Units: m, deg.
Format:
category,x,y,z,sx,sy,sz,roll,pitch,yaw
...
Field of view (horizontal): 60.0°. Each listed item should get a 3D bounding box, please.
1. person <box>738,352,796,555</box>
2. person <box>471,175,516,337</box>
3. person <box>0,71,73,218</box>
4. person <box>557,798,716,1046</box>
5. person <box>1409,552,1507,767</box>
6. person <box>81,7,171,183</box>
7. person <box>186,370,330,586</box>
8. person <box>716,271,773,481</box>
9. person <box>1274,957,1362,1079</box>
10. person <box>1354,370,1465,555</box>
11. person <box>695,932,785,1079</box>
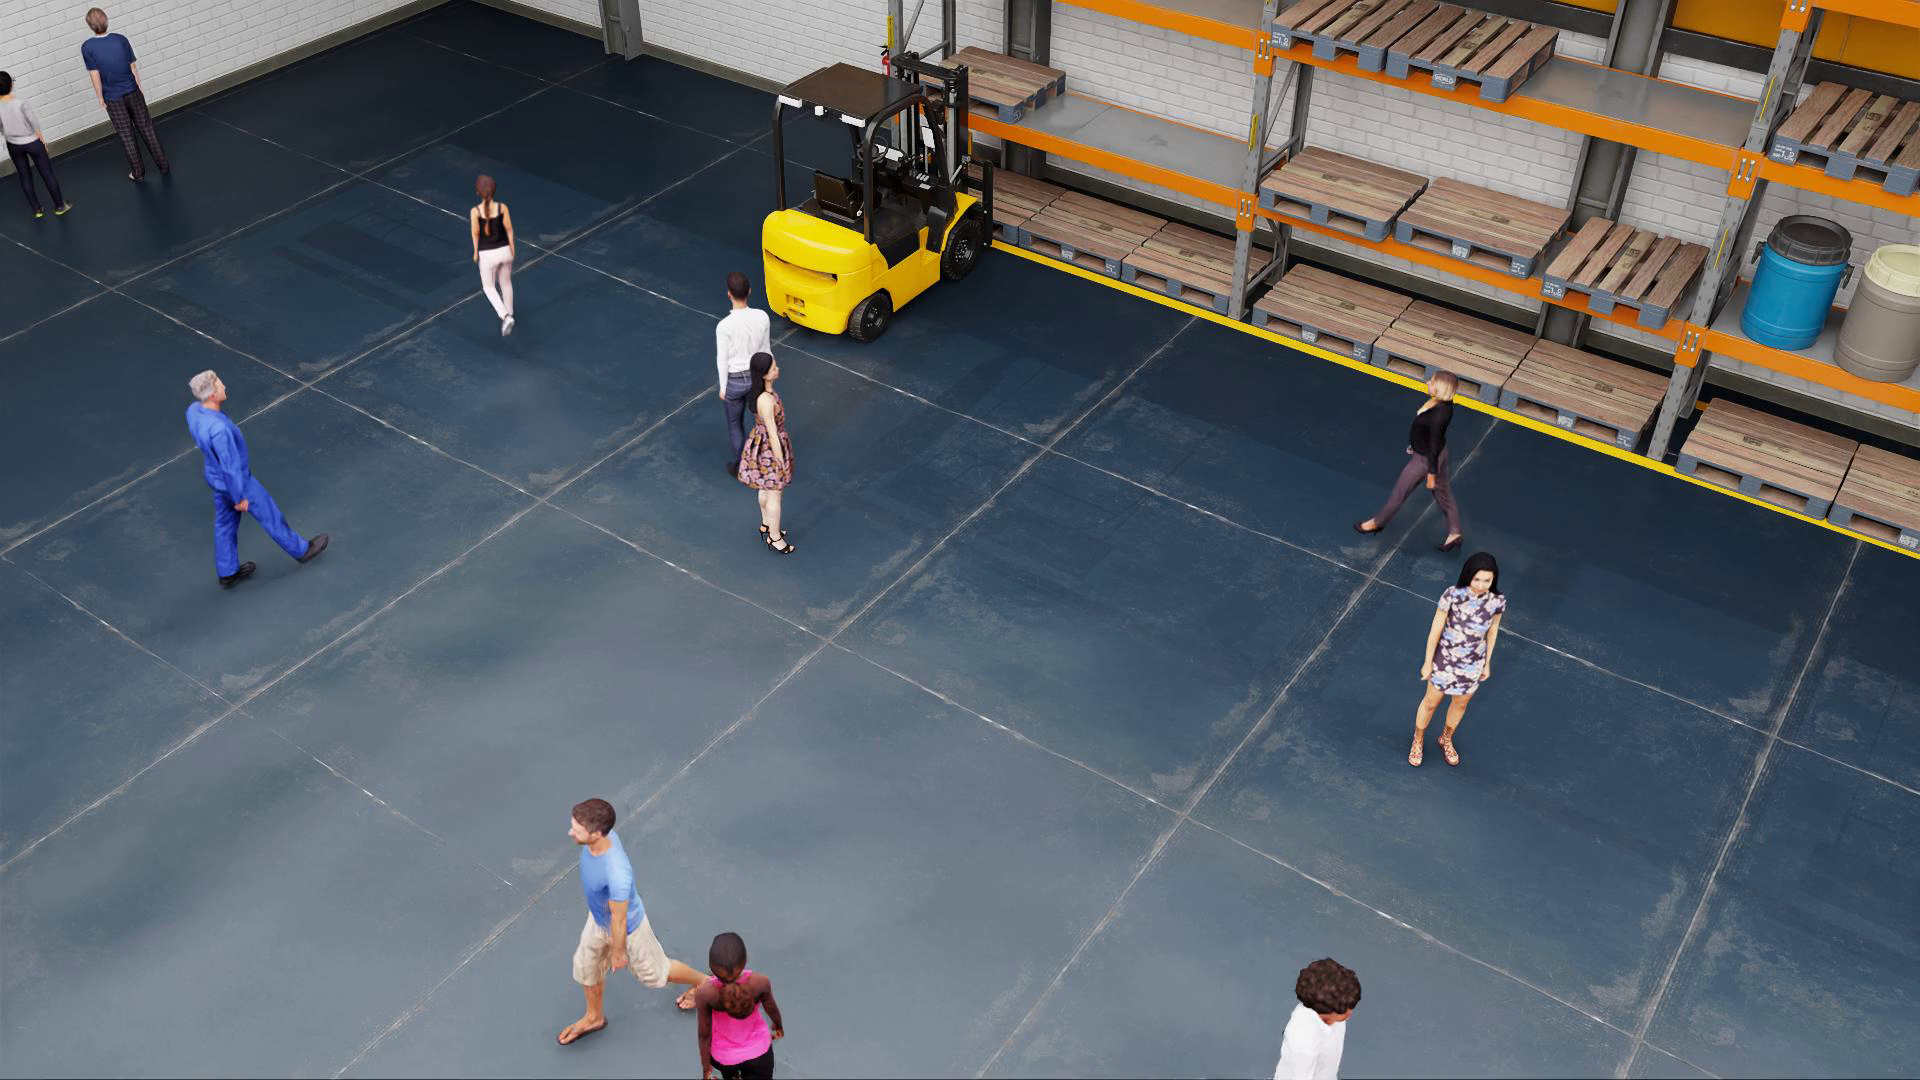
category,x,y,z,sx,sy,sz,roll,pitch,yaw
person,-1.441,-0.670,12.681,0.862,1.774,0.789,-12,40,-15
person,-4.252,-2.589,15.263,0.745,1.550,0.908,-19,42,-22
person,-9.633,-4.075,17.122,0.608,1.553,0.672,-6,39,-7
person,-1.799,2.074,9.194,1.061,1.838,1.223,-19,42,-22
person,3.267,0.785,10.893,0.623,1.732,0.729,0,39,0
person,-8.919,-4.744,17.706,0.723,1.871,0.652,-26,46,-29
person,-5.481,-0.406,12.337,0.953,1.791,1.069,-31,48,-33
person,-1.718,-1.286,13.384,0.714,1.861,0.725,-22,43,-25
person,1.694,2.701,8.441,0.604,1.798,0.648,22,44,25
person,3.653,-0.543,12.646,1.096,1.620,0.699,17,42,20
person,-1.107,2.711,8.533,1.075,1.668,1.156,-7,39,-9
